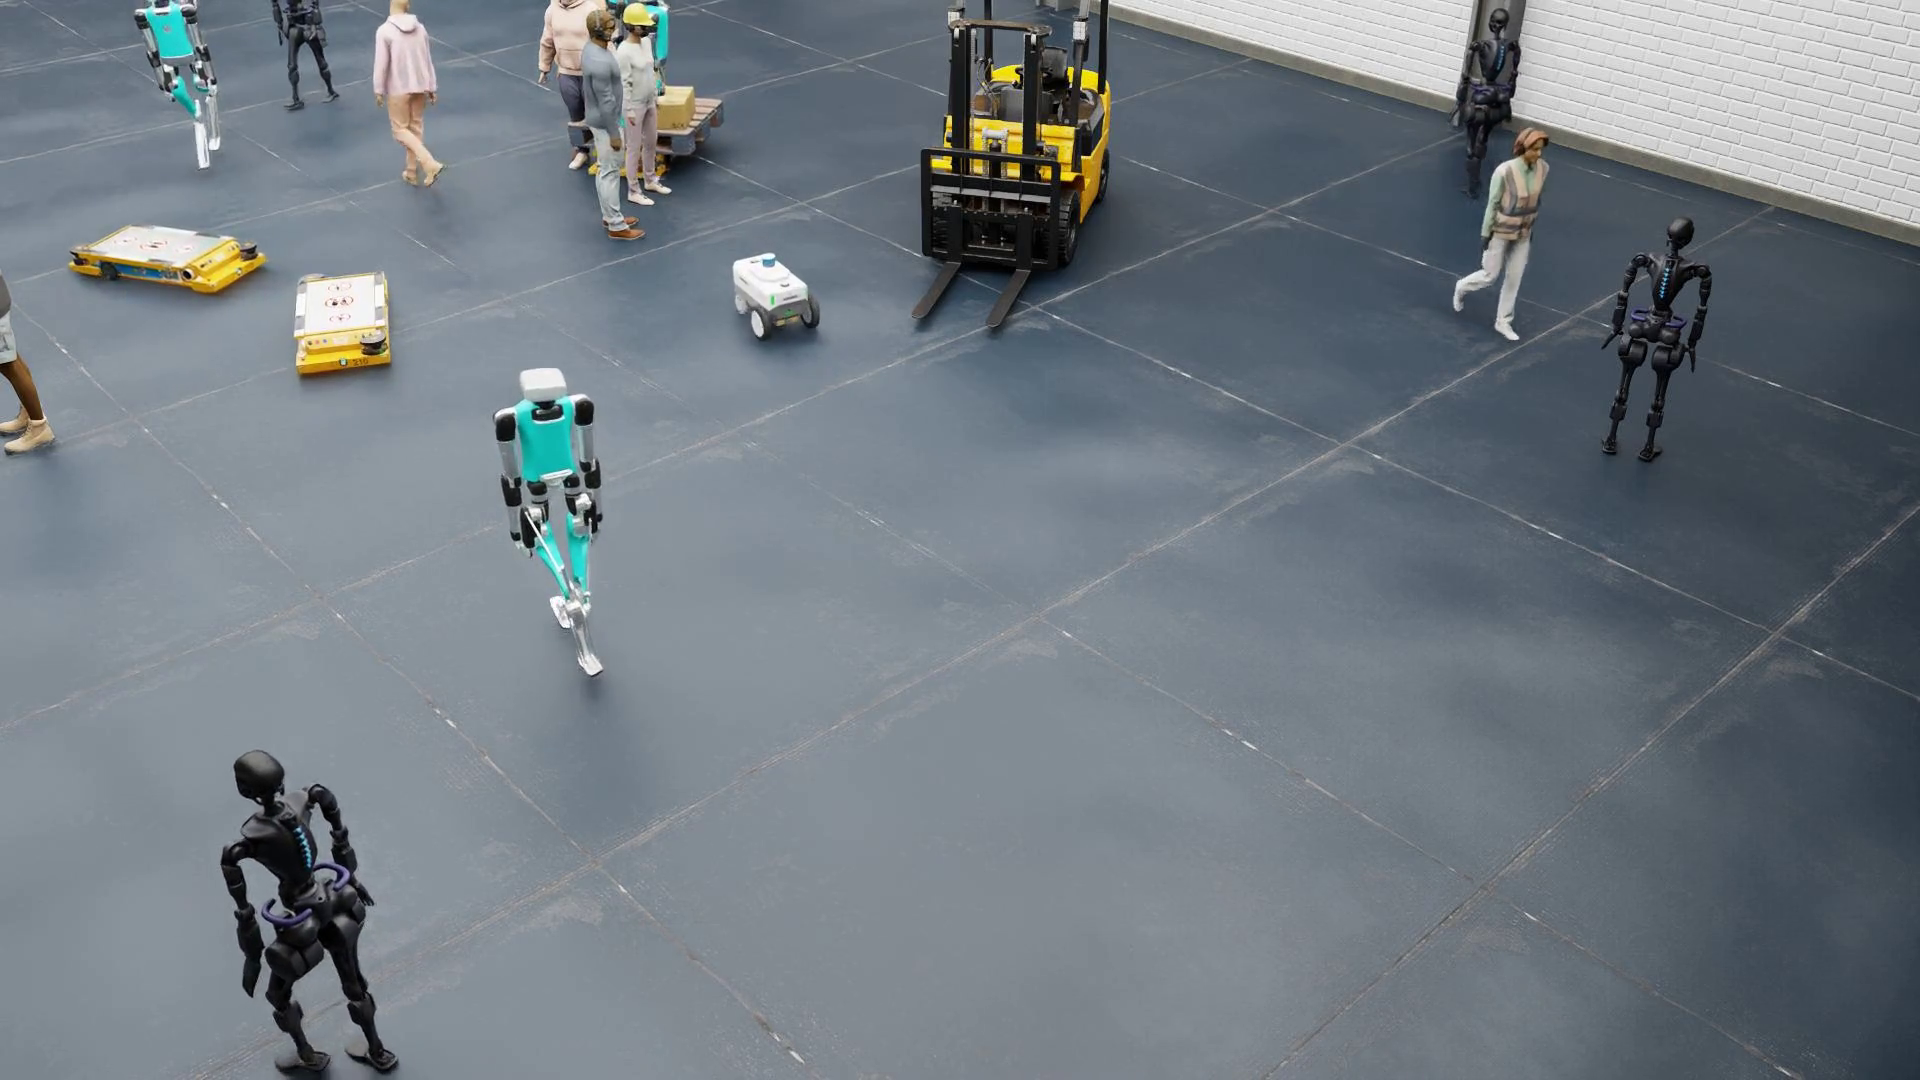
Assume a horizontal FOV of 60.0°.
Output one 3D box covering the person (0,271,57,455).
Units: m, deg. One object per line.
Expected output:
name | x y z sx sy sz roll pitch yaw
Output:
person | -6.427 -1.527 10.897 0.389 2.040 0.613 -18 37 -25

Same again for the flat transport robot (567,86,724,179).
flat transport robot | -2.994 -3.816 16.038 0.659 0.231 1.431 7 34 11

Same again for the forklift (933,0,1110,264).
forklift | 0.570 -3.725 14.138 1.214 2.155 2.313 9 34 13

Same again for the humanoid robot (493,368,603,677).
humanoid robot | -2.087 -0.028 8.893 0.559 1.749 1.044 -17 37 -25

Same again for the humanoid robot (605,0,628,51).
humanoid robot | -3.615 -5.082 16.628 0.758 1.783 0.540 -12 35 -18

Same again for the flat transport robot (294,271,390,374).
flat transport robot | -4.742 -1.699 12.785 0.659 0.231 1.431 -9 34 -14

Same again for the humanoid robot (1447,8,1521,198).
humanoid robot | 4.683 -3.934 14.932 0.611 1.647 0.489 -8 34 -12

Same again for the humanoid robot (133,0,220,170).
humanoid robot | -7.207 -4.346 15.531 0.560 1.743 1.038 -7 34 -11

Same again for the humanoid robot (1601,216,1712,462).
humanoid robot | 4.541 -1.327 10.908 0.599 1.657 0.315 17 37 25

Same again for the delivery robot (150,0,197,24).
delivery robot | -9.475 -6.517 19.920 0.499 0.587 0.781 -10 34 -15

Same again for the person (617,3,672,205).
person | -2.816 -3.871 14.760 0.337 1.760 0.530 13 35 18

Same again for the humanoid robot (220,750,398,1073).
humanoid robot | -2.603 1.492 6.592 0.463 1.643 0.604 17 37 24

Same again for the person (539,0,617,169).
person | -3.513 -4.357 15.419 0.818 1.855 0.431 8 34 11

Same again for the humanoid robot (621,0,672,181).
humanoid robot | -2.949 -4.181 15.228 0.684 1.769 0.533 1 33 2

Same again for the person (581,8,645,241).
person | -2.961 -3.498 14.023 0.379 1.937 0.627 -9 34 -13

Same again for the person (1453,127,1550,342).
person | 4.099 -2.338 12.519 0.522 1.615 0.594 -13 35 -18

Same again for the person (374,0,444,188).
person | -4.938 -4.030 15.016 0.620 1.745 0.564 25 40 33

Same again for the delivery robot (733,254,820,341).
delivery robot | -1.454 -1.908 12.851 0.499 0.603 0.803 -19 38 -26

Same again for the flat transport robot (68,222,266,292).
flat transport robot | -6.571 -2.338 13.767 1.431 0.231 0.659 10 34 15

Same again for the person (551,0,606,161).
person | -3.536 -4.515 15.643 0.555 1.877 0.408 -1 33 -2

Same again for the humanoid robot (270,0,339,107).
humanoid robot | -6.732 -5.238 16.949 0.583 1.636 0.633 9 34 14
